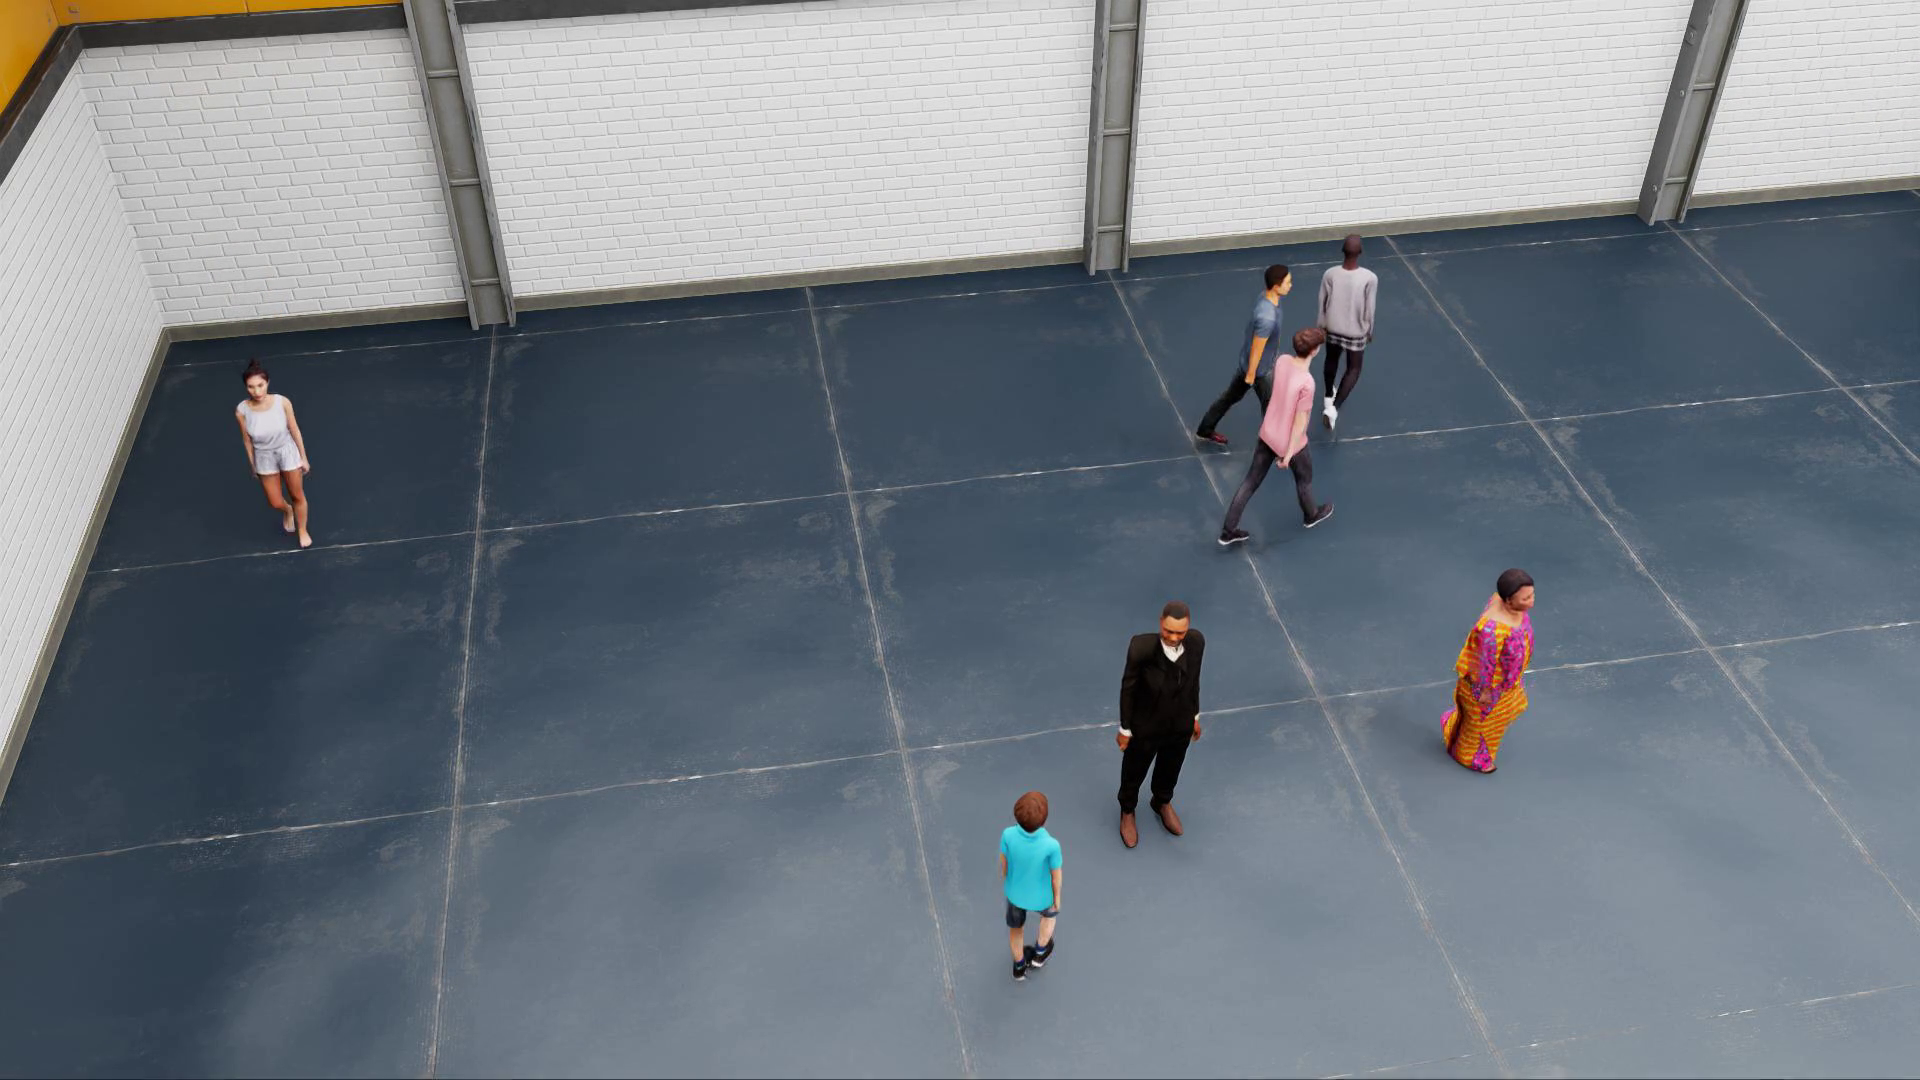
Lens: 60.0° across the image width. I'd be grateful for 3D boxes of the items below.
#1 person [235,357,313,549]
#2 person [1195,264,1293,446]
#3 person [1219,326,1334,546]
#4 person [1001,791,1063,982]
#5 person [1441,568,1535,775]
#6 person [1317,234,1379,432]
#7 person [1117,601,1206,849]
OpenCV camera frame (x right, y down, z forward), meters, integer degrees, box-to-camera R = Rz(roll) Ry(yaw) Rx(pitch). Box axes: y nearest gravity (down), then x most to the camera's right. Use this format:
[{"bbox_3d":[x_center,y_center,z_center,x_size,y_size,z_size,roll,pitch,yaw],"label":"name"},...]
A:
[{"bbox_3d":[-5.269,-0.682,12.823,0.609,1.601,0.698,-14,41,-17],"label":"person"},{"bbox_3d":[2.348,-1.459,13.674,1.251,1.754,0.884,6,39,7],"label":"person"},{"bbox_3d":[2.364,-0.732,12.646,1.330,1.900,0.968,-22,44,-25],"label":"person"},{"bbox_3d":[0.383,2.039,9.544,0.630,1.442,0.708,12,40,15],"label":"person"},{"bbox_3d":[3.446,0.815,10.894,0.915,1.669,0.856,21,43,24],"label":"person"},{"bbox_3d":[3.241,-1.740,14.023,1.065,1.757,1.062,16,41,19],"label":"person"},{"bbox_3d":[1.242,1.102,10.347,0.570,1.903,0.773,-9,40,-12],"label":"person"}]
